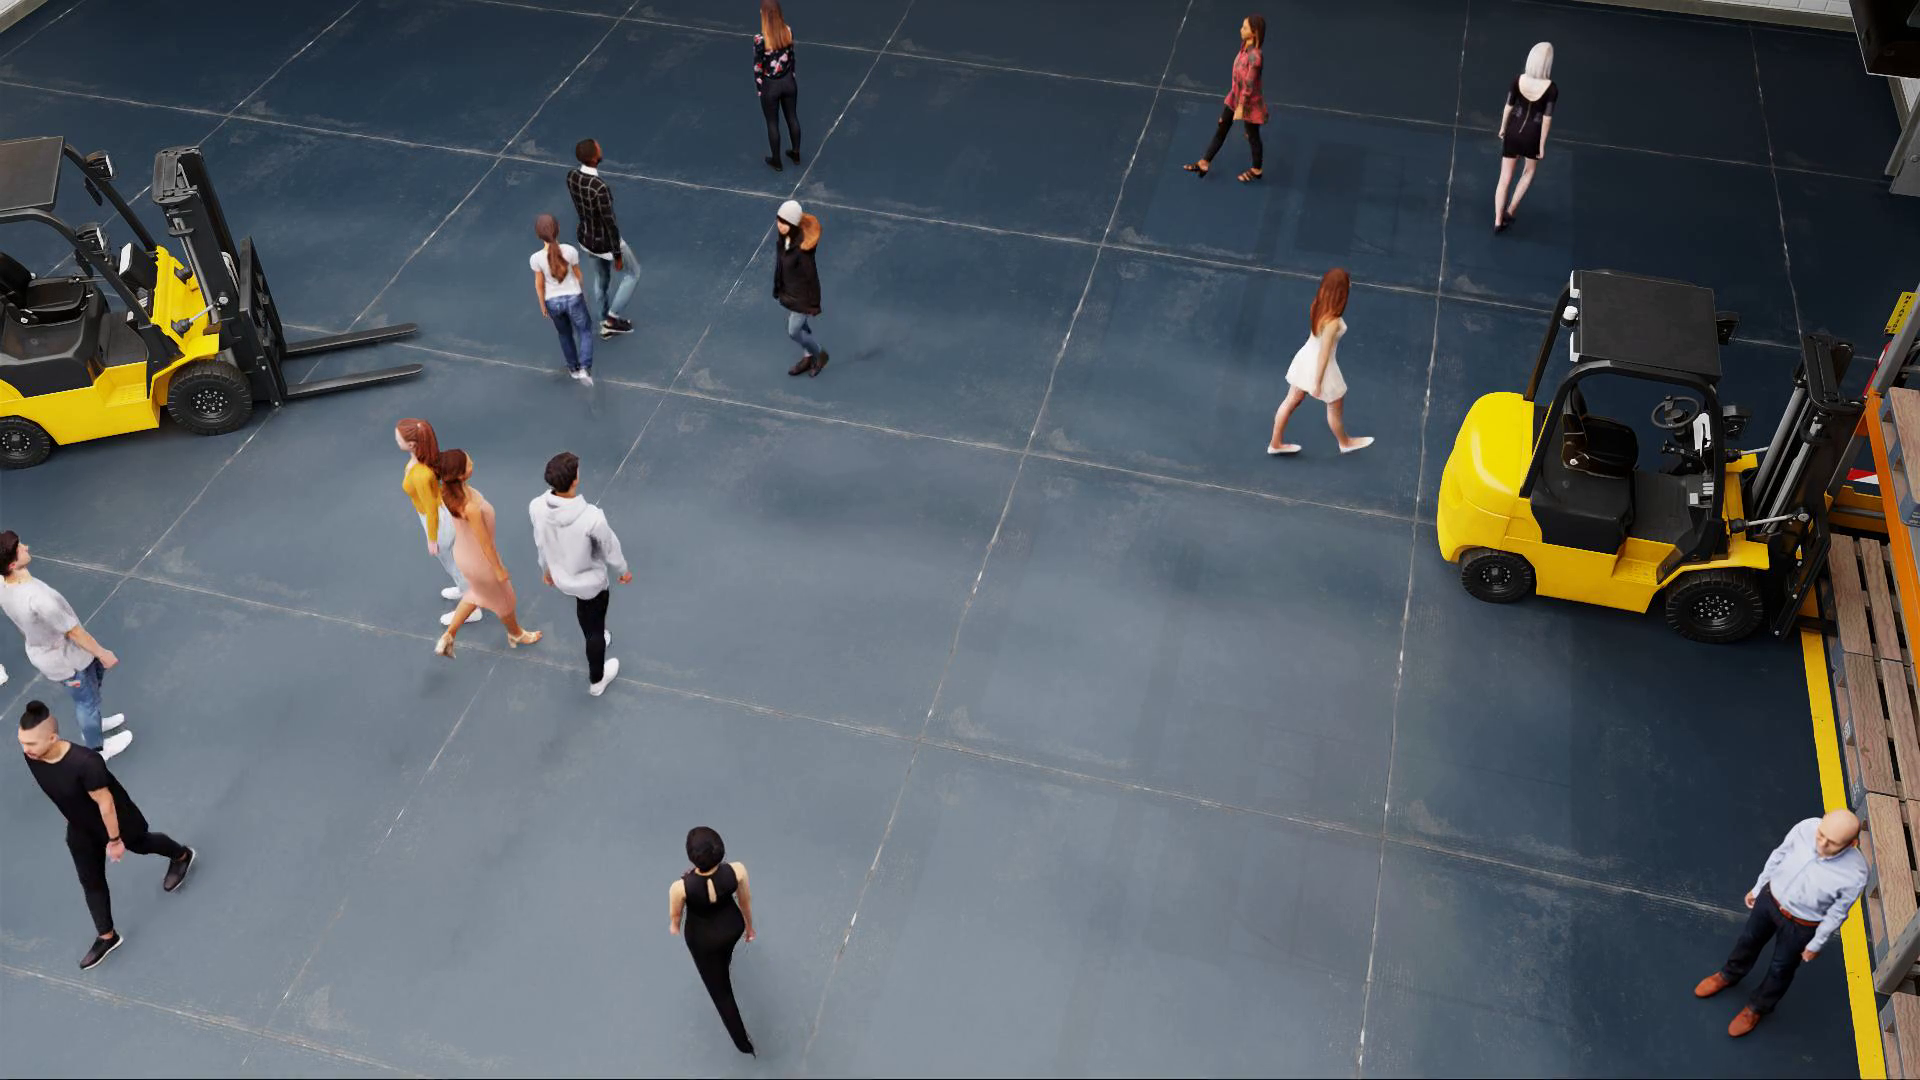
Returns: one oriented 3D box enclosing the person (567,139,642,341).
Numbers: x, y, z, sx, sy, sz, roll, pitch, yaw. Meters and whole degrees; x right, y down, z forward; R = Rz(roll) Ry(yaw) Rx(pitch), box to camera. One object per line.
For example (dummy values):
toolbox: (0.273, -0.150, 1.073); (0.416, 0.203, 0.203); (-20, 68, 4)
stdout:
person: (-2.974, -2.368, 13.463); (0.822, 1.808, 0.816); (31, 52, 28)

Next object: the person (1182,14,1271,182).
person: (2.710, -4.023, 15.298); (0.940, 1.672, 1.032); (-6, 44, -6)

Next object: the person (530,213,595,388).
person: (-3.101, -1.857, 13.111); (0.772, 1.553, 0.928); (-10, 44, -10)

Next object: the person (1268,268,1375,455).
person: (2.573, -1.283, 12.416); (0.902, 1.682, 1.048); (-5, 44, -5)

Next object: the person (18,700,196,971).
person: (-4.797, 1.506, 9.385); (0.690, 1.824, 1.124); (11, 45, 12)

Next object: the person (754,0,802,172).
person: (-1.695, -4.266, 15.546); (0.638, 1.682, 0.700); (-22, 48, -22)

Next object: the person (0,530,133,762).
person: (-5.569, 0.720, 10.173); (0.788, 1.875, 0.797); (29, 51, 27)

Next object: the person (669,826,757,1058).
person: (-1.281, 2.166, 8.881); (1.016, 1.562, 1.068); (-22, 48, -21)

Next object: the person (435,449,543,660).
person: (-3.196, 0.150, 10.813); (1.053, 1.817, 0.947); (-28, 50, -26)

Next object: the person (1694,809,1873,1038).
person: (4.442, 1.995, 8.896); (0.795, 1.790, 0.726); (-19, 47, -19)

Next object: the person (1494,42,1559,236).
person: (4.915, -3.474, 14.618); (0.690, 1.817, 0.705); (24, 48, 23)

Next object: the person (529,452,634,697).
person: (-2.460, 0.289, 10.599); (0.698, 1.911, 0.738); (11, 45, 12)

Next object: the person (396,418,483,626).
person: (-3.494, -0.136, 11.162); (0.716, 1.750, 0.593); (-5, 44, -5)

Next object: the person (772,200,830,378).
person: (-1.215, -2.007, 13.216); (0.791, 1.625, 0.736); (-24, 49, -23)
